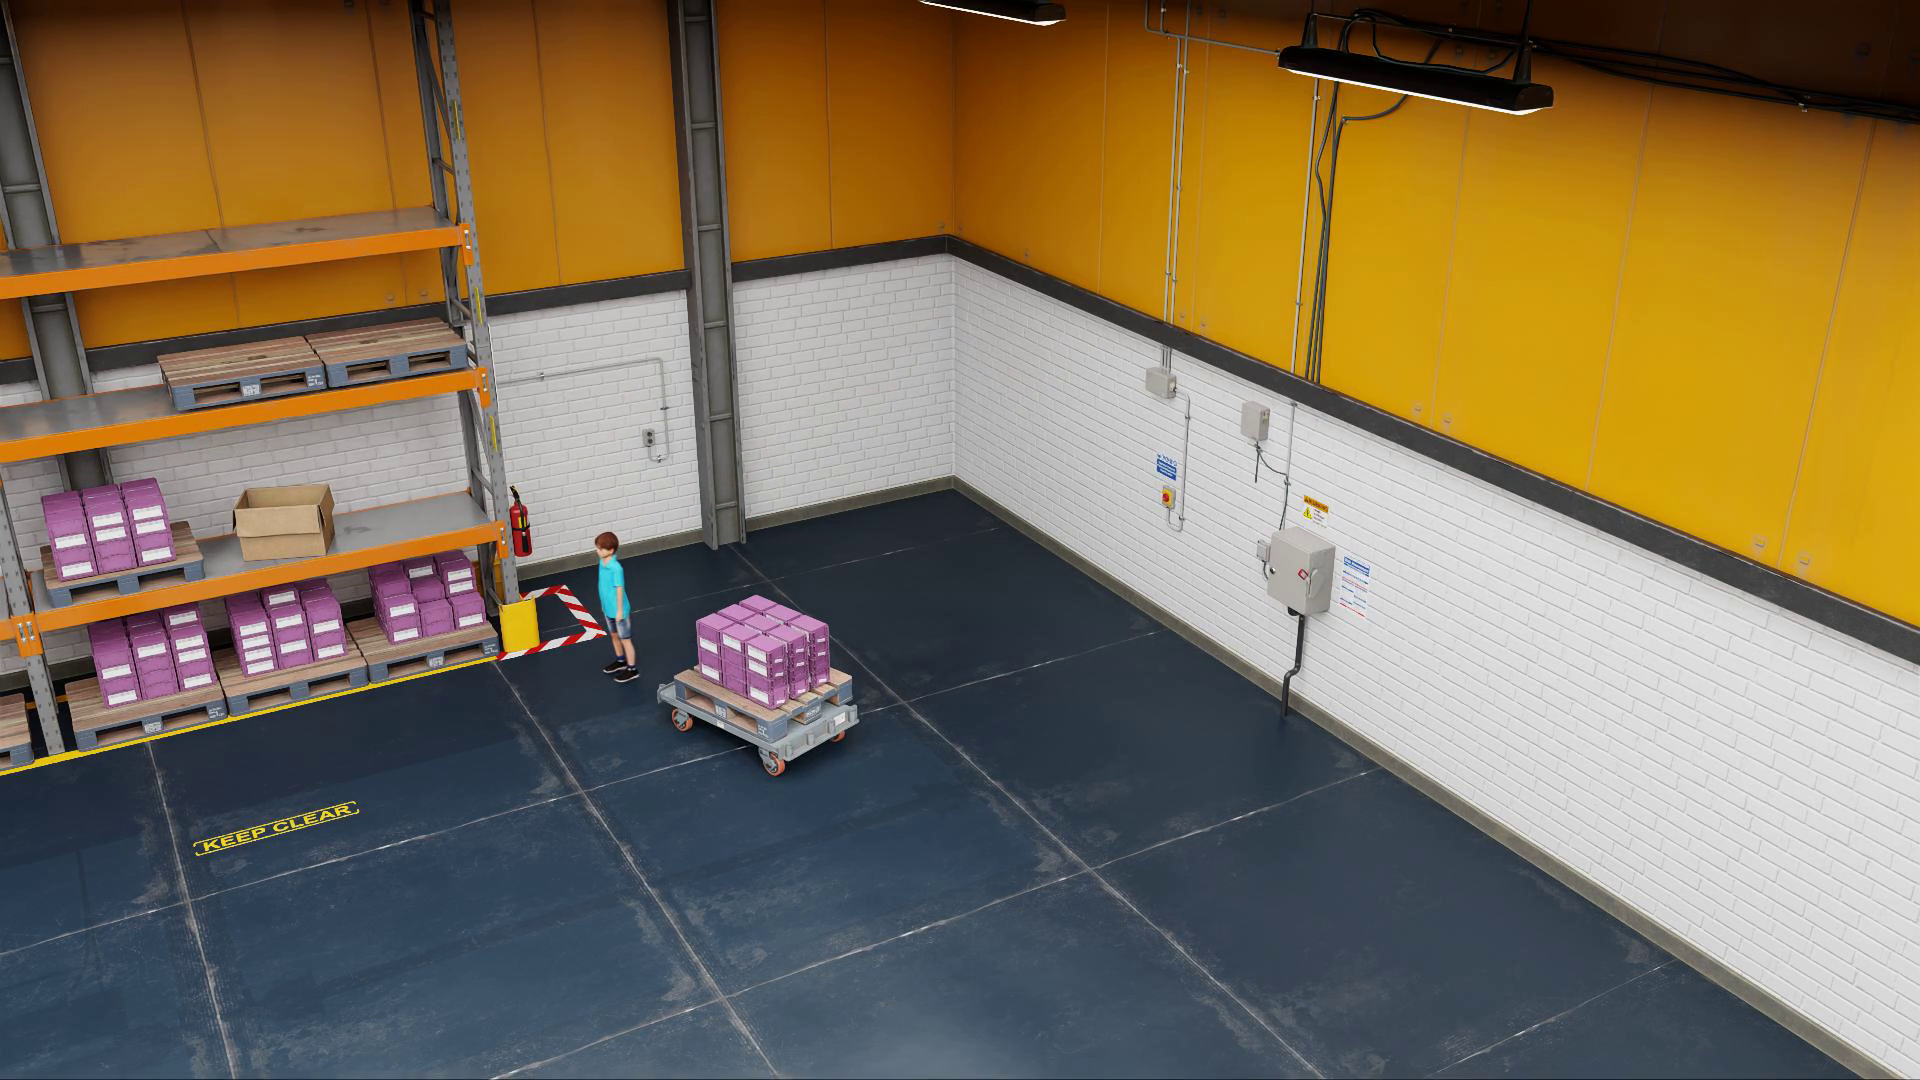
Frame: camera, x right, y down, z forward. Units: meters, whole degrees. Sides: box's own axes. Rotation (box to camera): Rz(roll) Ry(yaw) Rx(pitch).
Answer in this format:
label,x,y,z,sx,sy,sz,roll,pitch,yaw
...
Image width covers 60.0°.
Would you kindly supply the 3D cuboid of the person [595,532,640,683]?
label,x,y,z,sx,sy,sz,roll,pitch,yaw
person,-3.147,0.586,15.243,0.522,1.447,0.544,-19,30,-36
